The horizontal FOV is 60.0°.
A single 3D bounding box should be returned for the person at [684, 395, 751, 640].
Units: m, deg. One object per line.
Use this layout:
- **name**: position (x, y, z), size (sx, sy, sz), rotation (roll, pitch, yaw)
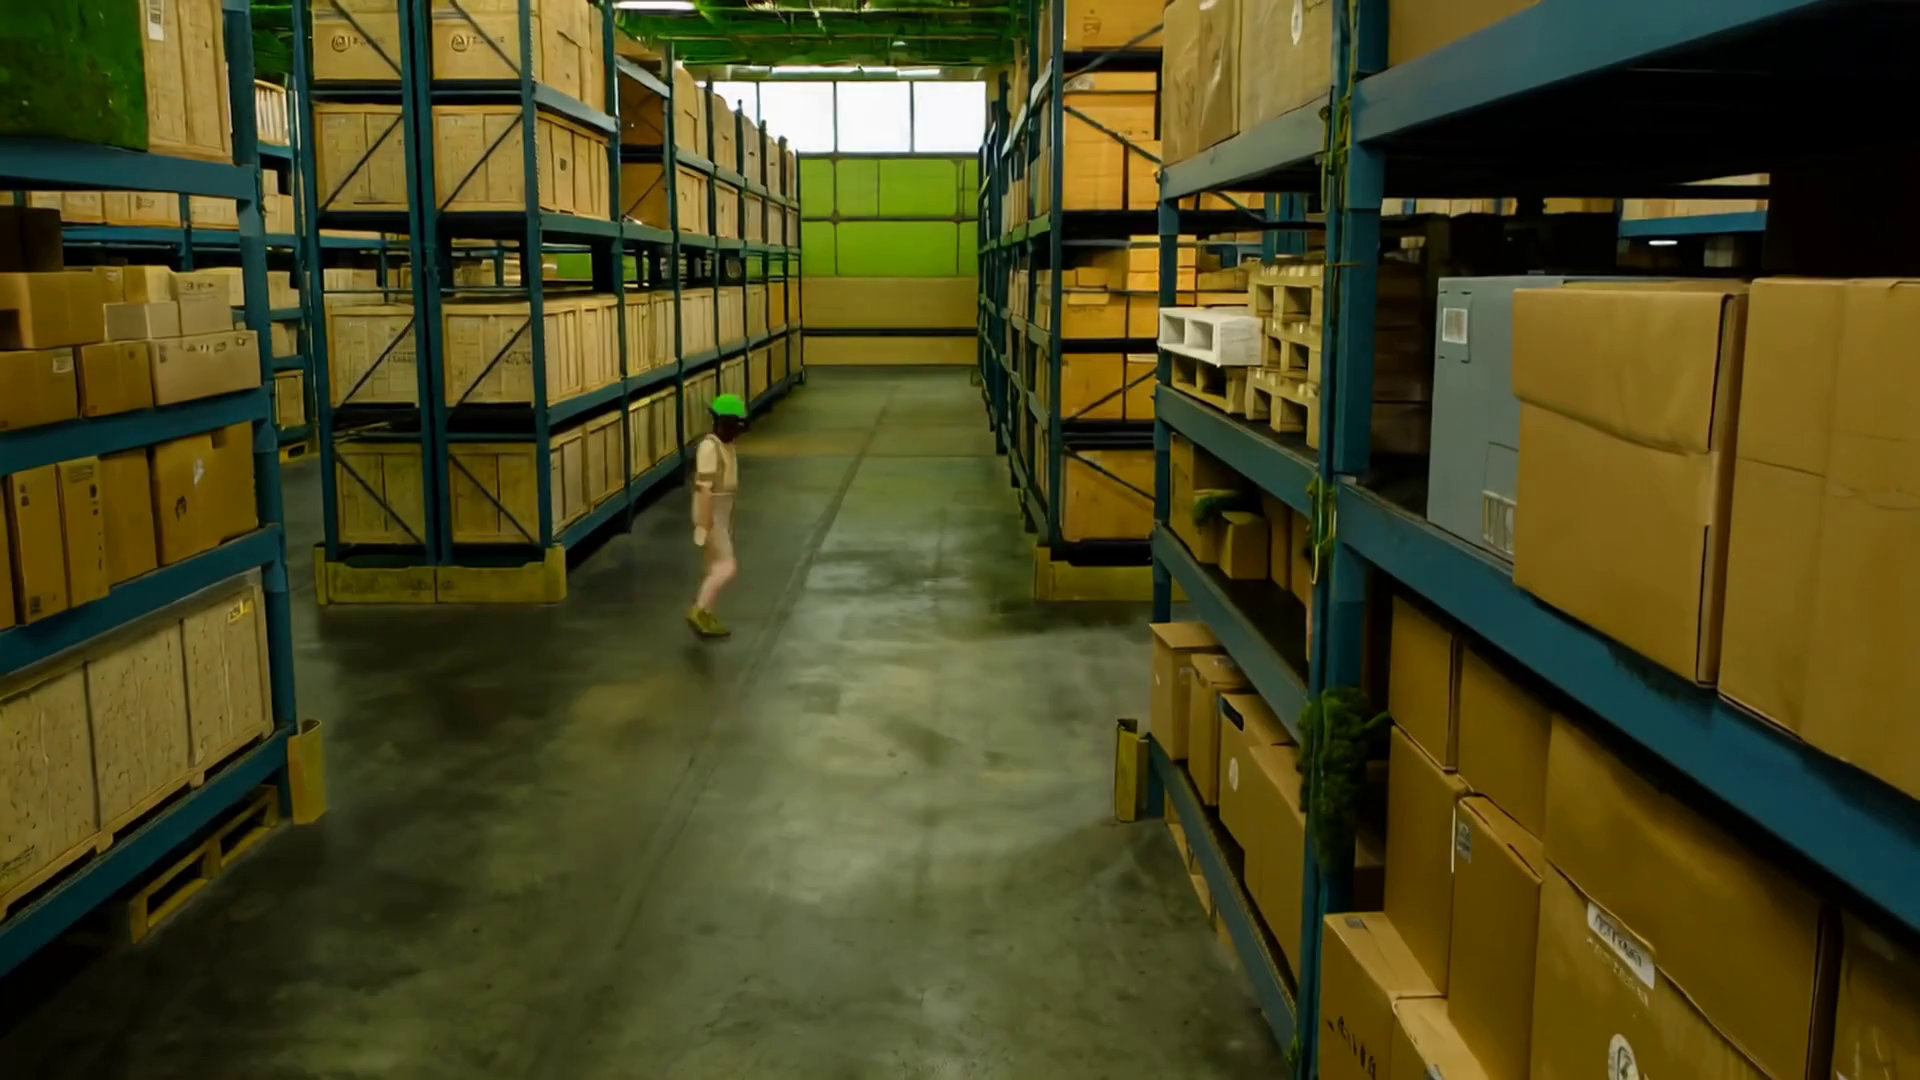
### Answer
- **person**: position (-1.955, -0.169, 13.549), size (0.534, 2.012, 0.639), rotation (1, 9, 8)
